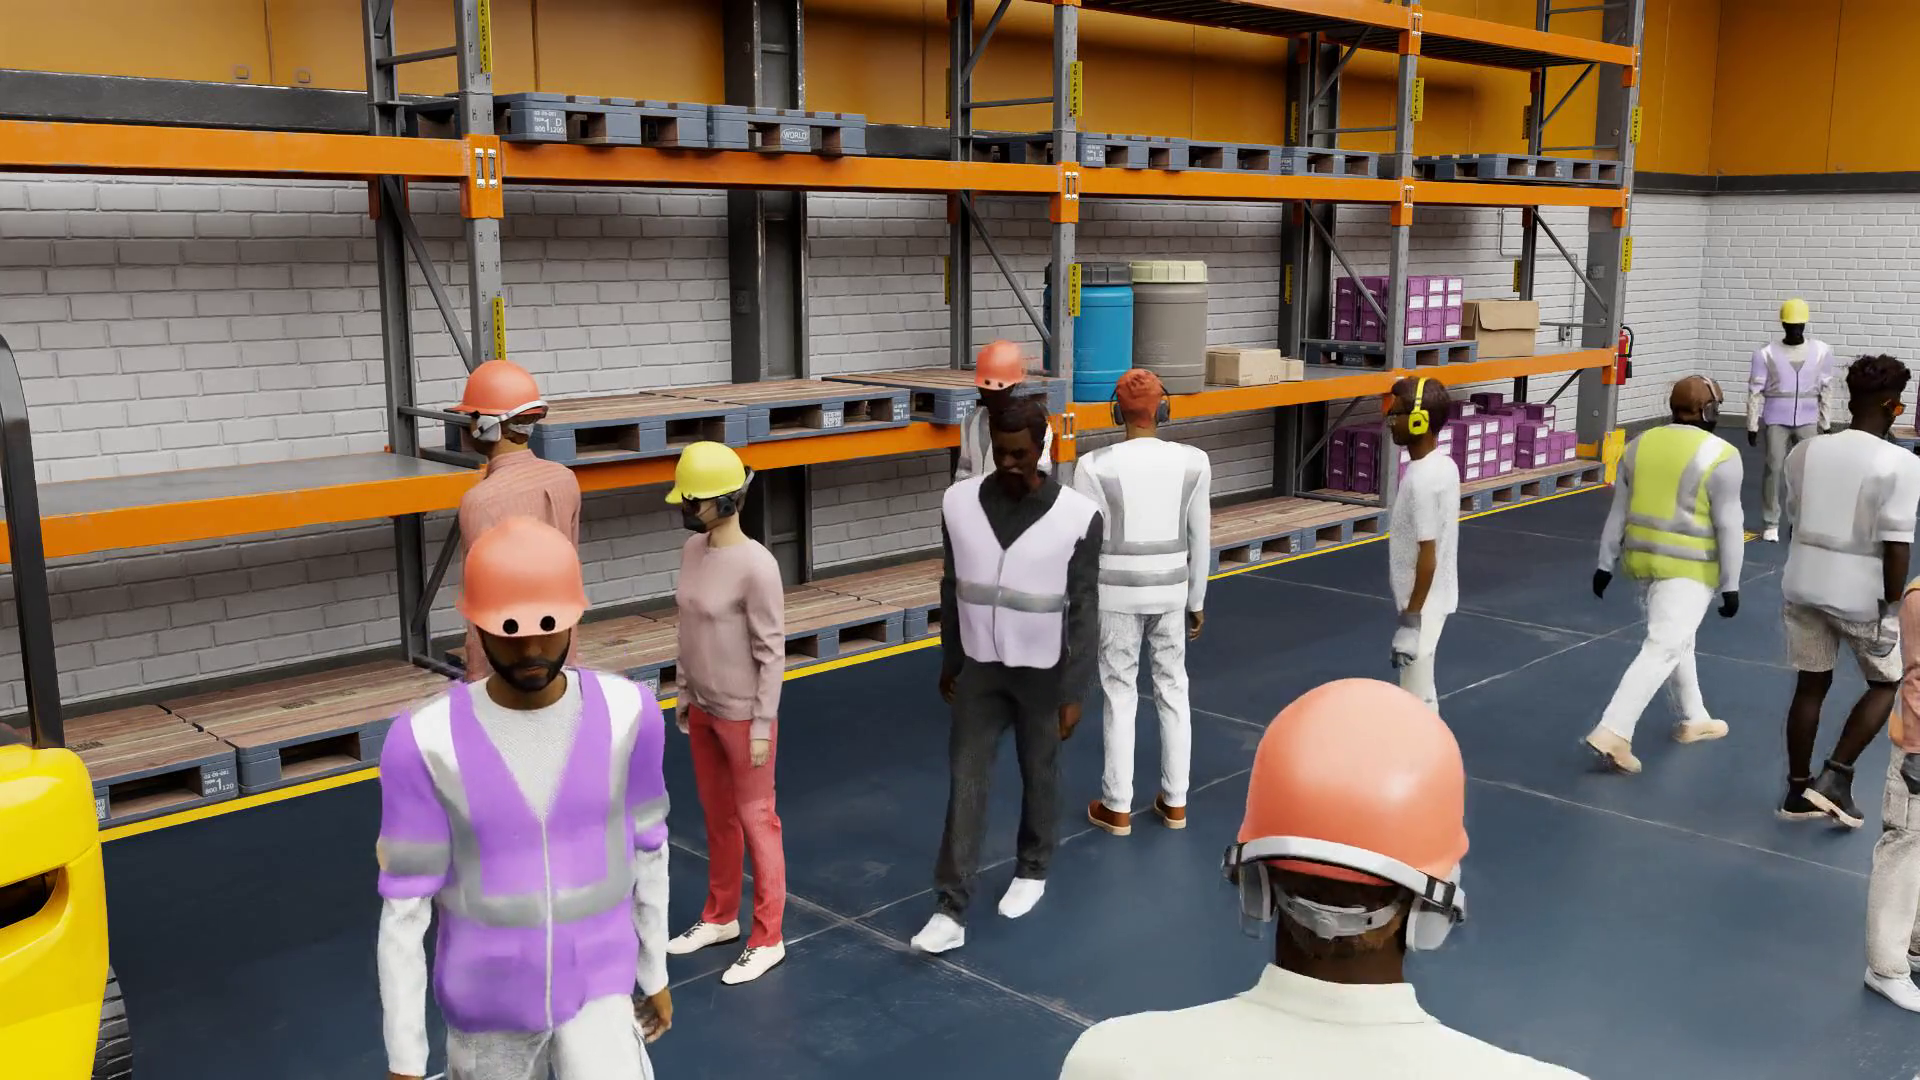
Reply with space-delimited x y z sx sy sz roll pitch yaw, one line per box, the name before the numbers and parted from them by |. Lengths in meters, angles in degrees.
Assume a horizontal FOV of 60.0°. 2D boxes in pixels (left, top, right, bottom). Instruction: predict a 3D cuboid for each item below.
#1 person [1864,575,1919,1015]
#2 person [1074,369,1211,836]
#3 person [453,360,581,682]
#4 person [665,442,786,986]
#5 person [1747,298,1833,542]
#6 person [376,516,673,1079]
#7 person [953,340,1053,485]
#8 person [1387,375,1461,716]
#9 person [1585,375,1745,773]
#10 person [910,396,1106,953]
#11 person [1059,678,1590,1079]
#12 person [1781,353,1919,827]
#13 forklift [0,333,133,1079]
person | 3.087 0.645 5.214 0.512 1.642 0.311 -7 13 -35
person | 0.722 0.254 6.695 0.575 1.881 0.356 -2 11 -13
person | -1.496 0.391 5.633 0.379 1.996 0.610 3 11 17
person | -0.768 0.555 5.388 0.328 1.761 0.523 -9 14 -40
person | 6.541 -0.939 13.104 0.636 1.917 0.434 2 11 12
person | -0.813 0.890 3.214 0.578 1.880 1.004 -4 11 -22
person | 0.174 -0.022 8.116 0.415 1.912 0.591 -8 13 -37
person | 1.797 0.284 6.567 0.312 1.869 0.528 4 11 19
person | 3.246 0.136 7.639 1.038 1.786 0.627 -5 11 -23
person | 0.146 0.459 5.589 0.611 1.870 0.954 4 11 21
person | 0.384 1.126 1.763 0.631 1.958 0.976 3 11 18
person | 3.592 0.218 6.740 0.420 1.940 0.613 -5 12 -26
forklift | -3.289 0.485 4.582 1.214 2.155 2.313 -10 14 -44
